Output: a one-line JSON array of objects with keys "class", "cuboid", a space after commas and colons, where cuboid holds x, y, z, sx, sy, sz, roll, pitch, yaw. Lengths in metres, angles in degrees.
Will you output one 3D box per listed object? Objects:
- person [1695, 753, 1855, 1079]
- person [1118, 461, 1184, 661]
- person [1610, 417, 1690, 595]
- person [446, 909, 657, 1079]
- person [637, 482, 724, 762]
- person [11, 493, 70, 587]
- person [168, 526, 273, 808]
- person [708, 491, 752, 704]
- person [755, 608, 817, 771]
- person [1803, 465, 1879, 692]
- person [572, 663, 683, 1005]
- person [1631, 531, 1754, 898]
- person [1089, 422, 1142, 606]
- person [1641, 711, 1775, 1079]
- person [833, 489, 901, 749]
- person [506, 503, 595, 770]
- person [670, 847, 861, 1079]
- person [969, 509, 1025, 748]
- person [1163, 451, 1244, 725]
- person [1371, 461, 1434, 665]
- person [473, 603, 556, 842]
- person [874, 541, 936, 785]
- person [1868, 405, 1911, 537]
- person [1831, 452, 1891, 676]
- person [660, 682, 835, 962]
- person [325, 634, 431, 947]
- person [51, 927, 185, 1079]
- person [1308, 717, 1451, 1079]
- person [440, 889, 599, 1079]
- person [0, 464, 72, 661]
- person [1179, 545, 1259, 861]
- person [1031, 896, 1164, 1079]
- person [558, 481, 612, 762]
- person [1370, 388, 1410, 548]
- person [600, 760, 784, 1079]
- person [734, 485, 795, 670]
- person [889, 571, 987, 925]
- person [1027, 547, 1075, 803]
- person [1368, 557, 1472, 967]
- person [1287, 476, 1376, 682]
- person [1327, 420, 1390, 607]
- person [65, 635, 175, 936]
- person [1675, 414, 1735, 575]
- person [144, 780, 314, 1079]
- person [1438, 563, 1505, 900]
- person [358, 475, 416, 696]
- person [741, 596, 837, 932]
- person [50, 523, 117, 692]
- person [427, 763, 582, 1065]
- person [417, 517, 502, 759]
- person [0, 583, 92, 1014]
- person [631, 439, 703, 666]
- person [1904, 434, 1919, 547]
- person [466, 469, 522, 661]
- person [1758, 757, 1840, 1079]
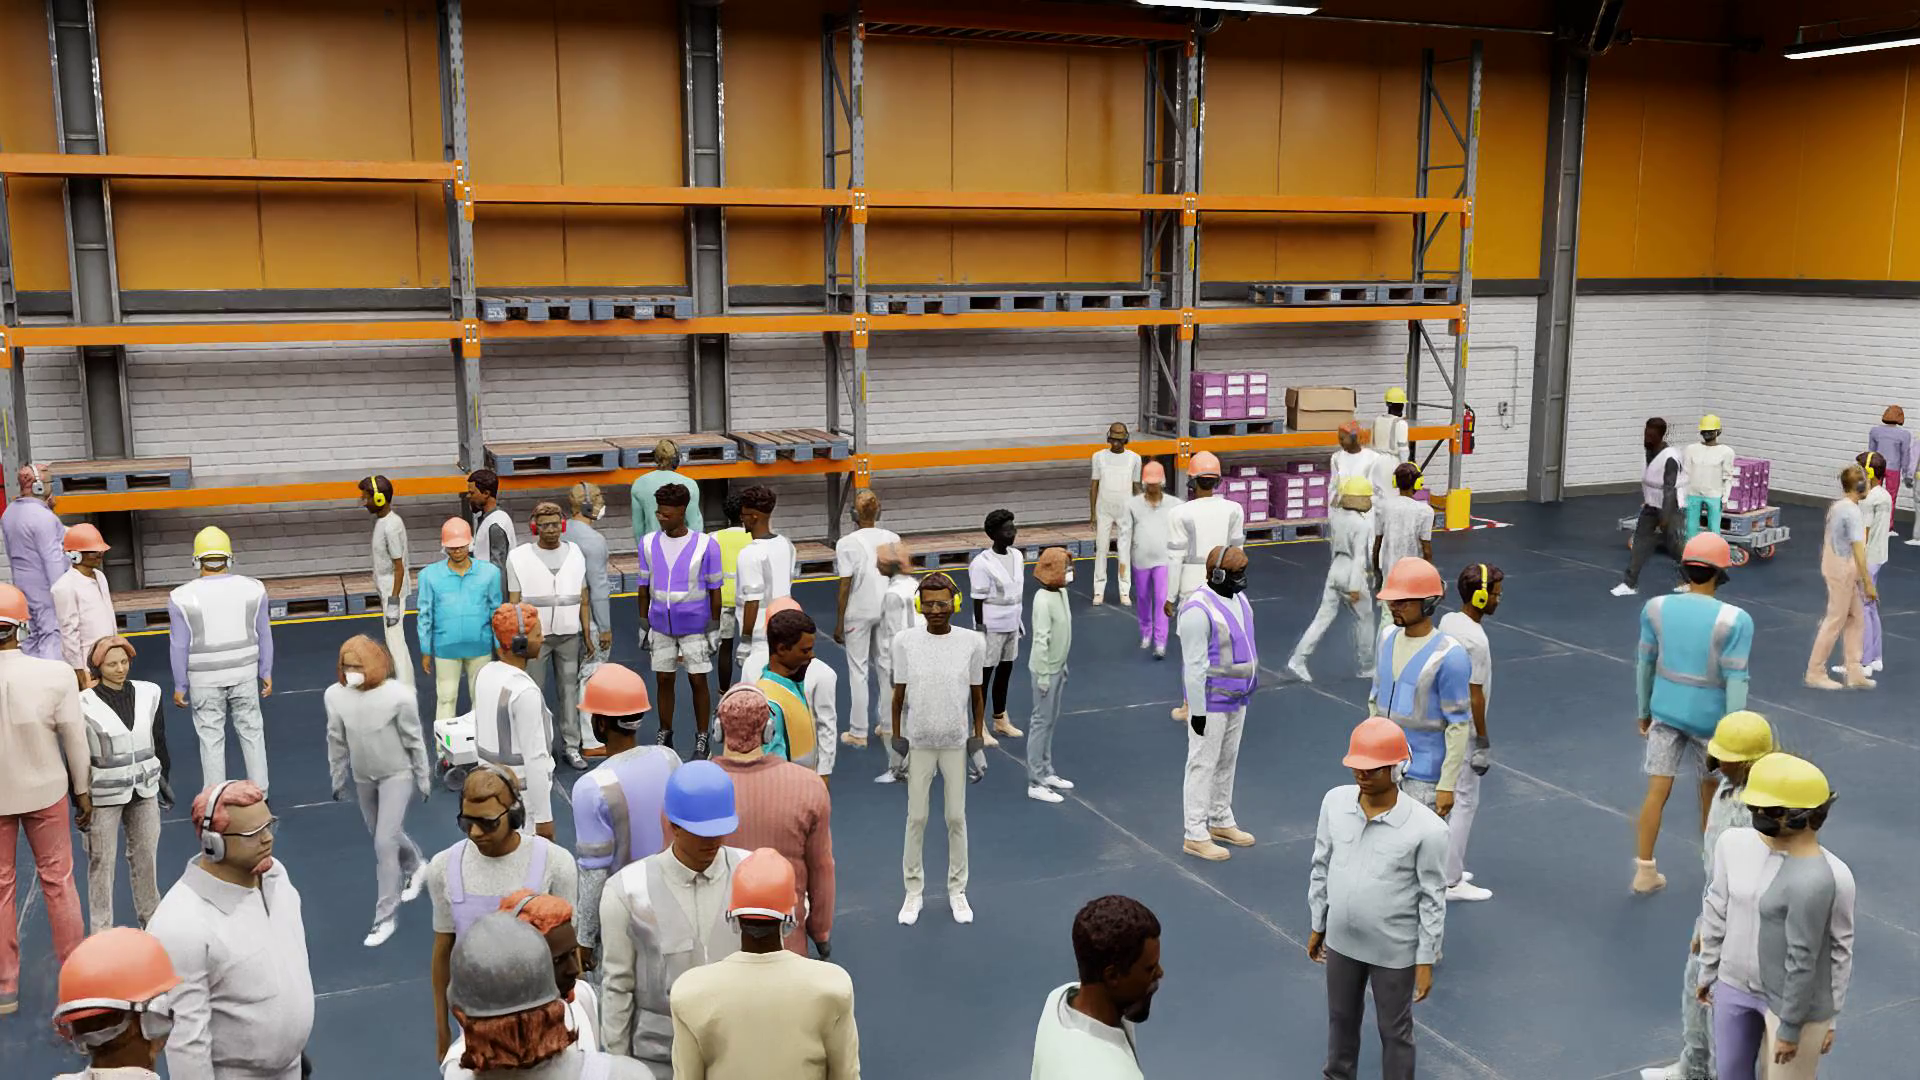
[{"class": "person", "cuboid": [2.864, 1.612, 5.915, 0.313, 1.767, 0.533, -6, 12, -32]}, {"class": "person", "cuboid": [1.662, 0.167, 14.417, 0.590, 1.699, 0.912, 2, 10, 11]}, {"class": "person", "cuboid": [7.169, -0.344, 16.971, 0.963, 1.854, 0.640, -2, 10, -9]}, {"class": "person", "cuboid": [-1.024, 1.830, 3.869, 0.688, 2.000, 0.536, -7, 12, -36]}, {"class": "person", "cuboid": [-1.914, 0.573, 11.327, 0.613, 1.962, 0.362, 2, 10, 13]}, {"class": "person", "cuboid": [-7.184, 0.429, 13.091, 0.515, 1.641, 0.315, 0, 10, -1]}, {"class": "person", "cuboid": [-4.548, 0.826, 10.253, 0.599, 1.830, 0.404, -8, 13, -38]}, {"class": "person", "cuboid": [-1.689, 0.469, 12.702, 0.541, 1.695, 0.316, 0, 10, -2]}, {"class": "person", "cuboid": [-0.806, 1.250, 7.578, 0.392, 1.914, 0.593, 0, 10, -2]}, {"class": "person", "cuboid": [7.062, 0.321, 13.212, 0.560, 1.814, 0.607, 4, 11, 21]}, {"class": "person", "cuboid": [-1.309, 1.429, 6.474, 0.355, 1.938, 0.545, 5, 11, 29]}, {"class": "person", "cuboid": [4.013, 0.947, 9.101, 0.754, 2.026, 0.634, -9, 13, -41]}, {"class": "person", "cuboid": [1.537, -0.257, 16.478, 0.507, 1.840, 0.343, 1, 10, 4]}, {"class": "person", "cuboid": [3.006, 1.504, 6.651, 0.449, 1.723, 0.541, 2, 10, 11]}, {"class": "person", "cuboid": [-0.652, 0.556, 11.772, 0.517, 1.844, 0.329, -6, 12, -31]}, {"class": "person", "cuboid": [-2.753, 0.654, 11.202, 0.563, 1.847, 0.389, -6, 11, -29]}, {"class": "person", "cuboid": [-0.577, 1.776, 5.006, 0.563, 1.752, 0.327, -1, 10, -6]}, {"class": "person", "cuboid": [0.276, 0.616, 11.843, 0.317, 1.698, 0.540, 8, 13, 39]}, {"class": "person", "cuboid": [1.793, 0.360, 12.328, 0.605, 2.045, 0.386, -3, 10, -16]}, {"class": "person", "cuboid": [3.508, 0.303, 13.189, 0.512, 1.863, 0.327, 7, 12, 37]}, {"class": "person", "cuboid": [-2.078, 1.221, 7.827, 0.337, 1.882, 0.585, -8, 13, -38]}, {"class": "person", "cuboid": [-0.368, 0.808, 10.984, 0.438, 1.612, 0.549, 2, 10, 13]}, {"class": "person", "cuboid": [11.440, -0.851, 20.517, 0.279, 1.624, 0.494, -8, 12, -37]}, {"class": "person", "cuboid": [7.540, 0.198, 13.823, 0.335, 1.857, 0.519, 9, 13, 40]}, {"class": "person", "cuboid": [-0.799, 1.476, 6.294, 0.652, 1.906, 0.404, -2, 10, -14]}, {"class": "person", "cuboid": [-2.984, 1.220, 8.685, 0.518, 1.593, 0.769, 2, 10, 13]}, {"class": "person", "cuboid": [-1.930, 1.877, 3.822, 0.630, 1.962, 0.725, 7, 12, 34]}, {"class": "person", "cuboid": [1.582, 1.531, 6.413, 0.563, 1.753, 0.327, 9, 13, 42]}, {"class": "person", "cuboid": [-1.093, 1.824, 4.357, 0.353, 1.883, 0.572, 3, 10, 19]}, {"class": "person", "cuboid": [-6.963, 0.370, 12.666, 0.639, 1.911, 0.406, 7, 12, 35]}, {"class": "person", "cuboid": [1.512, 0.929, 9.669, 0.429, 1.835, 0.624, 7, 12, 36]}, {"class": "person", "cuboid": [0.331, 1.826, 4.283, 0.396, 1.910, 0.579, -1, 10, -3]}, {"class": "person", "cuboid": [-2.594, 0.556, 11.503, 0.352, 1.937, 0.635, -8, 13, -39]}, {"class": "person", "cuboid": [5.049, -0.818, 19.487, 0.405, 1.919, 0.613, -5, 11, -27]}, {"class": "person", "cuboid": [-0.838, 1.631, 5.321, 0.605, 1.939, 0.416, -5, 11, -25]}, {"class": "person", "cuboid": [-1.320, 0.607, 11.125, 0.361, 1.964, 0.616, 4, 11, 21]}, {"class": "person", "cuboid": [-0.114, 1.081, 8.679, 0.514, 1.872, 0.328, 0, 10, -2]}, {"class": "person", "cuboid": [0.590, 0.847, 10.702, 0.282, 1.633, 0.501, 3, 10, 18]}, {"class": "person", "cuboid": [2.183, 1.090, 8.124, 0.376, 2.041, 0.615, -5, 11, -25]}, {"class": "person", "cuboid": [3.104, 0.320, 13.557, 0.912, 1.701, 0.486, -5, 11, -25]}, {"class": "person", "cuboid": [3.947, -0.267, 16.483, 0.617, 1.856, 0.438, 10, 14, 44]}, {"class": "person", "cuboid": [-4.151, 1.273, 8.234, 0.307, 1.640, 0.518, 6, 12, 32]}, {"class": "person", "cuboid": [8.027, -0.471, 17.919, 0.524, 1.769, 0.308, 8, 13, 39]}, {"class": "person", "cuboid": [-2.206, 1.669, 5.180, 0.401, 1.910, 0.641, 1, 10, 6]}, {"class": "person", "cuboid": [2.734, 1.036, 9.001, 0.340, 1.855, 0.525, -1, 10, -7]}, {"class": "person", "cuboid": [-4.268, 0.436, 12.412, 0.329, 1.863, 0.534, -4, 11, -23]}, {"class": "person", "cuboid": [-0.909, 1.149, 8.604, 0.563, 1.756, 0.318, 4, 11, 22]}, {"class": "person", "cuboid": [-5.667, 0.758, 10.870, 0.325, 1.752, 0.559, -1, 10, -5]}, {"class": "person", "cuboid": [-1.530, 1.630, 5.634, 0.519, 1.834, 0.354, 0, 10, 1]}, {"class": "person", "cuboid": [-3.334, 0.708, 11.158, 0.570, 1.749, 0.342, -4, 11, -22]}, {"class": "person", "cuboid": [-4.371, 1.186, 7.715, 0.622, 1.992, 0.396, -6, 11, -29]}, {"class": "person", "cuboid": [-2.458, 0.107, 14.091, 0.636, 1.939, 0.364, 3, 10, 17]}, {"class": "person", "cuboid": [11.530, -0.726, 19.783, 0.520, 1.634, 0.331, -2, 10, -9]}, {"class": "person", "cuboid": [-3.436, 0.420, 12.380, 0.387, 1.910, 0.590, -4, 11, -22]}, {"class": "person", "cuboid": [2.903, 1.627, 5.866, 0.339, 1.759, 0.535, 4, 11, 22]}]
